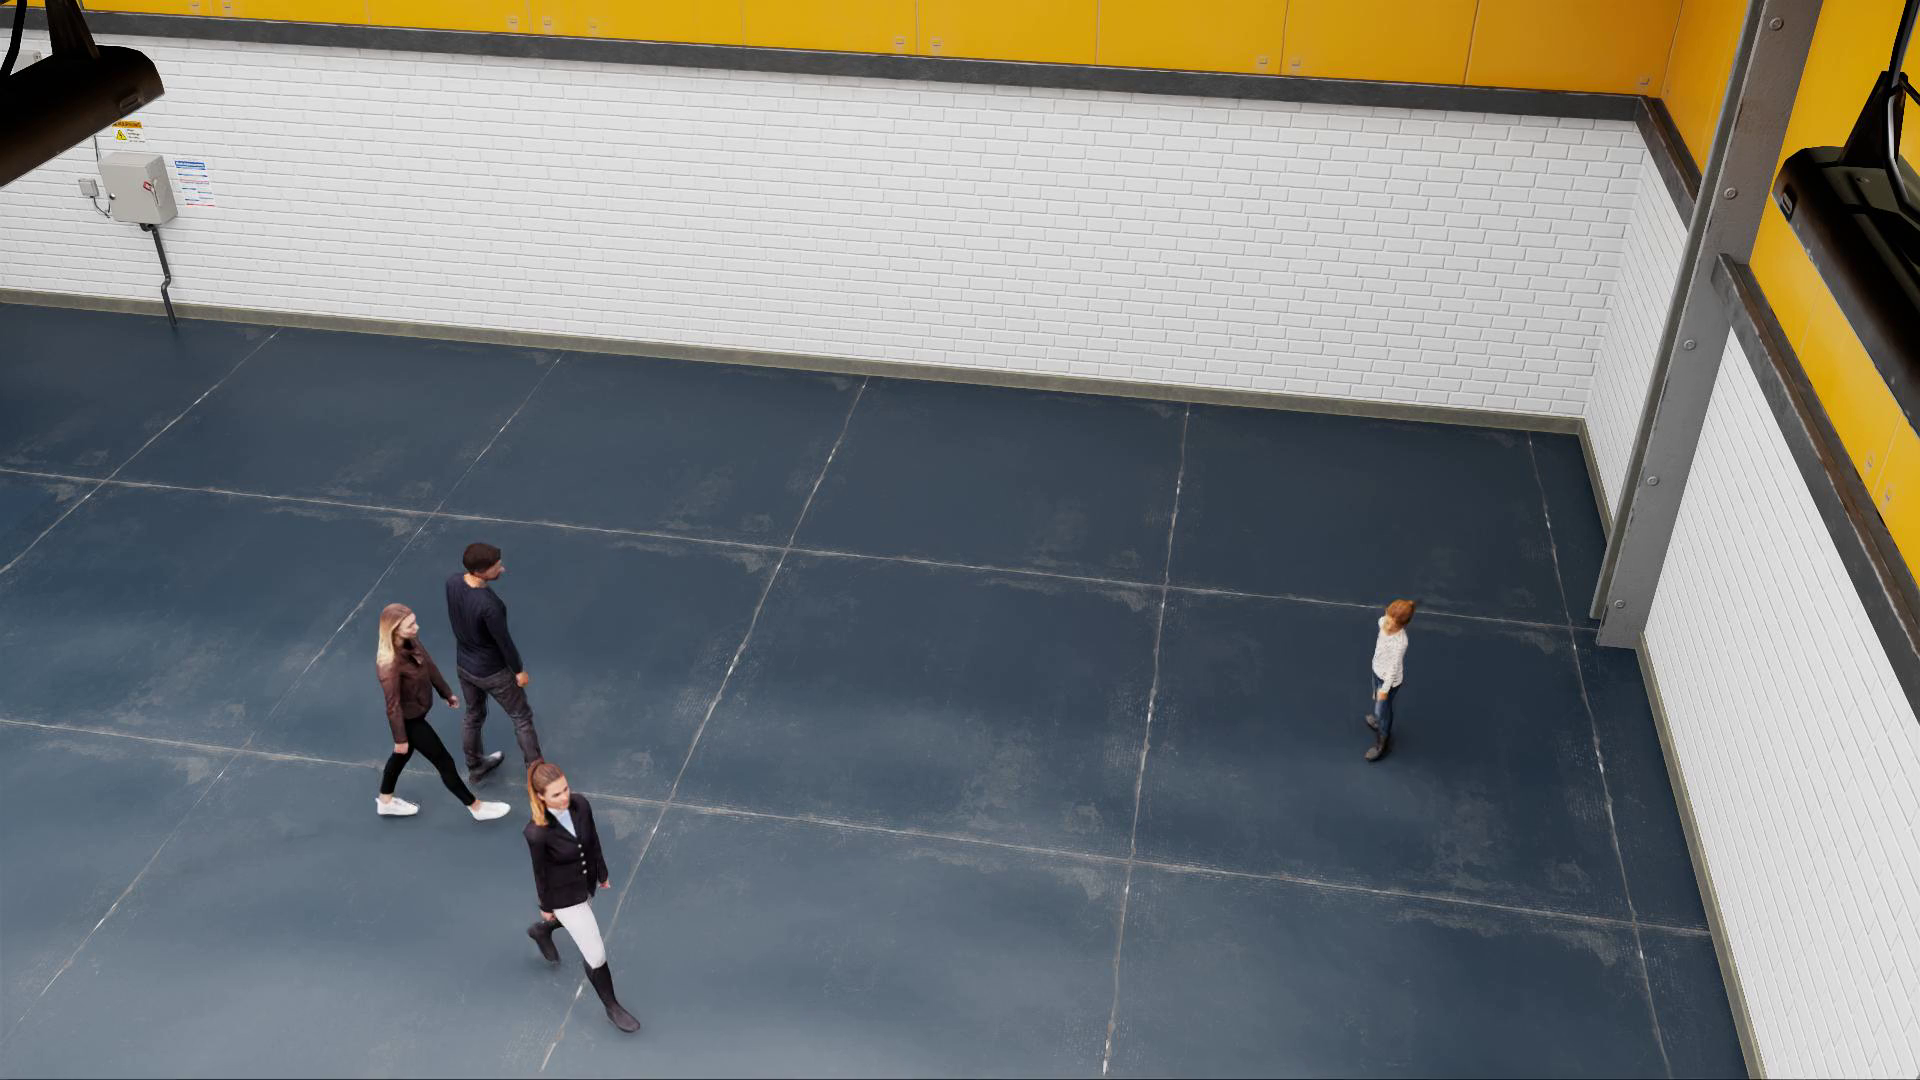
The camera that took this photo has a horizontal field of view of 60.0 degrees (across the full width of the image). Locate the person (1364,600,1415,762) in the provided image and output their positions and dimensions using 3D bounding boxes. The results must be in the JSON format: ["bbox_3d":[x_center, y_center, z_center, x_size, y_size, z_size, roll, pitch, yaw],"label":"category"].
[{"bbox_3d":[2.806,0.863,10.849,0.726,1.297,0.513,4,34,6],"label":"person"}]

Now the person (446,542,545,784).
[{"bbox_3d":[-2.961,0.821,10.414,0.803,1.850,0.756,12,35,17],"label":"person"}]

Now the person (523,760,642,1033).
[{"bbox_3d":[-2.143,1.865,8.980,0.986,1.697,1.163,22,39,29],"label":"person"}]

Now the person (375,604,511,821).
[{"bbox_3d":[-3.431,1.090,10.187,0.828,1.654,1.077,0,34,-1],"label":"person"}]
